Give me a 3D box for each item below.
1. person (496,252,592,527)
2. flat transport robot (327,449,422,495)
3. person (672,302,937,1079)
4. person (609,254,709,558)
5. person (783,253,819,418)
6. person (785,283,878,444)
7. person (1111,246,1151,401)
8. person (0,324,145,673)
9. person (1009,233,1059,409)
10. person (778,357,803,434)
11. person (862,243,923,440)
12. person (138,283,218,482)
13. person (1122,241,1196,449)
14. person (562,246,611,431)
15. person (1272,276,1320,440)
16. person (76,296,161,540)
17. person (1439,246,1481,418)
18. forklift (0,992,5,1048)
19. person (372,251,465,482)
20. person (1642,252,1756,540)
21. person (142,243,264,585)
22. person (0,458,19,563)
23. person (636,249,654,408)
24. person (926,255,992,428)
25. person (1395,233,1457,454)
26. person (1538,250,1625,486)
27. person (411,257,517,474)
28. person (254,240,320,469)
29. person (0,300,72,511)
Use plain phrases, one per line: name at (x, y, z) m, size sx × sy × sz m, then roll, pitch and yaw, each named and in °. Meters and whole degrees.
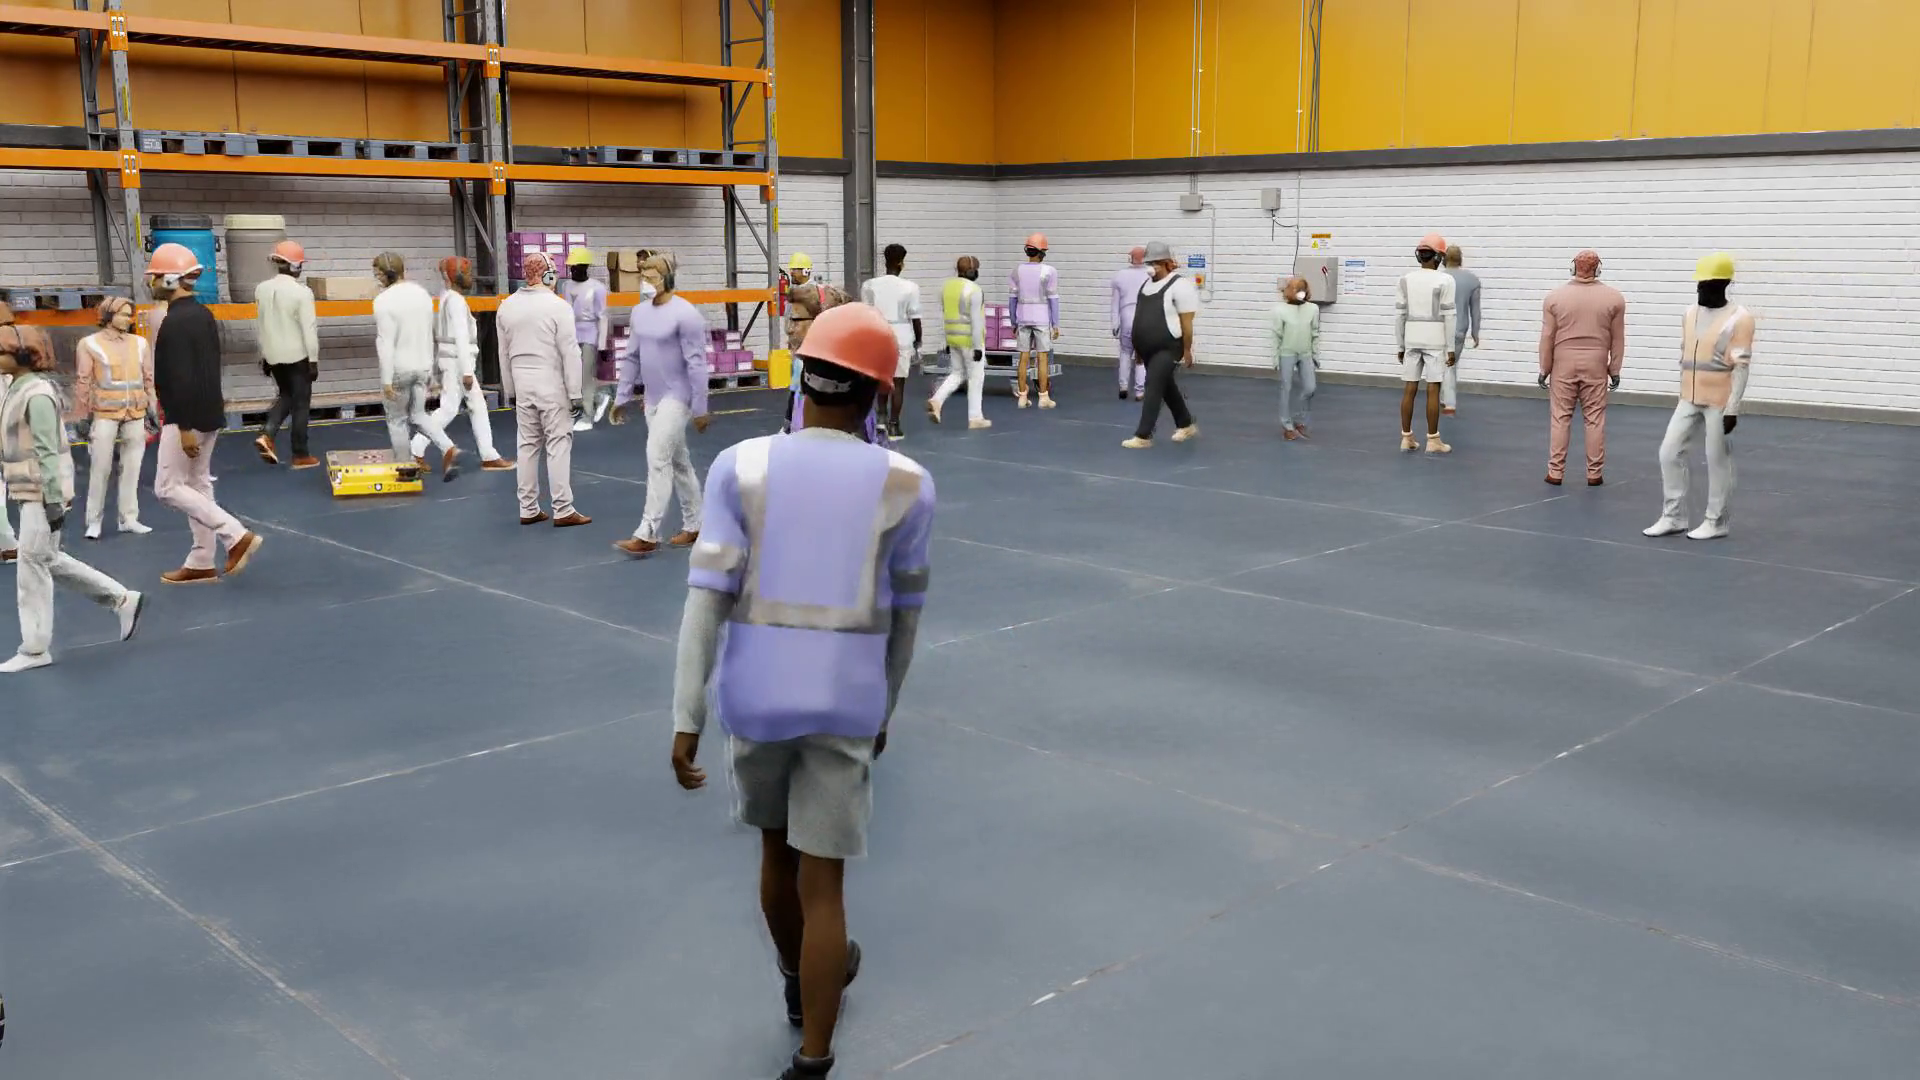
person at (-2.882, -1.041, 11.587) m, size 0.653 × 1.906 × 0.408 m, roll 5°, pitch 11°, yaw 25°
flat transport robot at (-4.765, -0.570, 13.483) m, size 0.652 × 0.197 × 1.431 m, roll -4°, pitch 11°, yaw -22°
person at (-0.353, 0.389, 3.924) m, size 0.583 × 1.869 × 0.840 m, roll 0°, pitch 10°, yaw 0°
person at (-1.958, -0.844, 10.541) m, size 0.918 × 1.900 × 0.636 m, roll -9°, pitch 14°, yaw -42°
person at (-1.723, -2.228, 18.262) m, size 0.403 × 1.832 × 0.593 m, roll -8°, pitch 13°, yaw -39°
person at (-0.616, -0.093, 6.613) m, size 0.642 × 1.826 × 0.596 m, roll -3°, pitch 11°, yaw -17°
person at (2.201, -2.657, 20.434) m, size 0.651 × 1.890 × 0.576 m, roll 3°, pitch 11°, yaw 14°
person at (-4.254, -0.209, 7.835) m, size 0.651 × 1.623 × 0.526 m, roll -8°, pitch 13°, yaw -39°
person at (0.881, -2.552, 19.451) m, size 0.616 × 2.041 × 0.380 m, roll 5°, pitch 12°, yaw 26°
person at (-0.849, -0.645, 10.115) m, size 0.552 × 1.654 × 0.873 m, roll 10°, pitch 14°, yaw 43°
person at (-0.665, -1.961, 16.494) m, size 0.639 × 1.939 × 0.479 m, roll 3°, pitch 11°, yaw 16°
person at (-6.467, -1.309, 13.477) m, size 0.610 × 1.740 × 0.532 m, roll -9°, pitch 14°, yaw -40°
person at (1.969, -1.928, 16.056) m, size 1.020 × 2.000 × 0.678 m, roll -6°, pitch 12°, yaw -30°
person at (-3.885, -2.097, 17.327) m, size 0.618 × 1.911 × 0.575 m, roll 7°, pitch 13°, yaw 34°
person at (3.333, -1.791, 16.435) m, size 0.524 × 1.620 × 0.425 m, roll -2°, pitch 11°, yaw -10°
person at (-5.687, -0.817, 11.179) m, size 0.314 × 1.613 × 0.607 m, roll 7°, pitch 12°, yaw 33°
person at (5.466, -2.346, 18.735) m, size 0.660 × 1.889 × 0.990 m, roll -1°, pitch 10°, yaw -4°
forklift at (-3.245, 0.323, 3.363) m, size 2.313 × 2.155 × 1.214 m, roll 2°, pitch 11°, yaw 13°
person at (-4.319, -1.319, 13.119) m, size 0.679 × 1.903 × 0.641 m, roll 5°, pitch 11°, yaw 24°
person at (4.857, -0.927, 10.951) m, size 0.695 × 1.904 × 0.628 m, roll -4°, pitch 11°, yaw -22°
person at (-4.365, -0.704, 9.548) m, size 0.534 × 1.977 × 0.621 m, roll -1°, pitch 10°, yaw -3°
person at (-5.864, -0.607, 10.019) m, size 0.713 × 1.600 × 0.534 m, roll -8°, pitch 13°, yaw -38°
person at (-3.578, -2.467, 19.496) m, size 0.466 × 1.857 × 0.538 m, roll -9°, pitch 14°, yaw -42°
person at (0.009, -2.060, 17.374) m, size 0.675 × 1.819 × 0.636 m, roll -8°, pitch 13°, yaw -36°
person at (4.337, -1.815, 15.451) m, size 0.605 × 2.038 × 0.390 m, roll 10°, pitch 14°, yaw 44°
person at (5.022, -1.388, 13.481) m, size 0.651 × 1.906 × 0.403 m, roll 3°, pitch 11°, yaw 14°
person at (-4.327, -1.474, 14.126) m, size 0.940 × 1.854 × 0.589 m, roll -4°, pitch 11°, yaw -19°
person at (-5.799, -1.585, 14.351) m, size 0.635 × 1.976 × 0.513 m, roll 4°, pitch 11°, yaw 21°
person at (-6.885, -0.941, 11.914) m, size 0.876 × 1.583 × 0.532 m, roll -6°, pitch 12°, yaw -31°
